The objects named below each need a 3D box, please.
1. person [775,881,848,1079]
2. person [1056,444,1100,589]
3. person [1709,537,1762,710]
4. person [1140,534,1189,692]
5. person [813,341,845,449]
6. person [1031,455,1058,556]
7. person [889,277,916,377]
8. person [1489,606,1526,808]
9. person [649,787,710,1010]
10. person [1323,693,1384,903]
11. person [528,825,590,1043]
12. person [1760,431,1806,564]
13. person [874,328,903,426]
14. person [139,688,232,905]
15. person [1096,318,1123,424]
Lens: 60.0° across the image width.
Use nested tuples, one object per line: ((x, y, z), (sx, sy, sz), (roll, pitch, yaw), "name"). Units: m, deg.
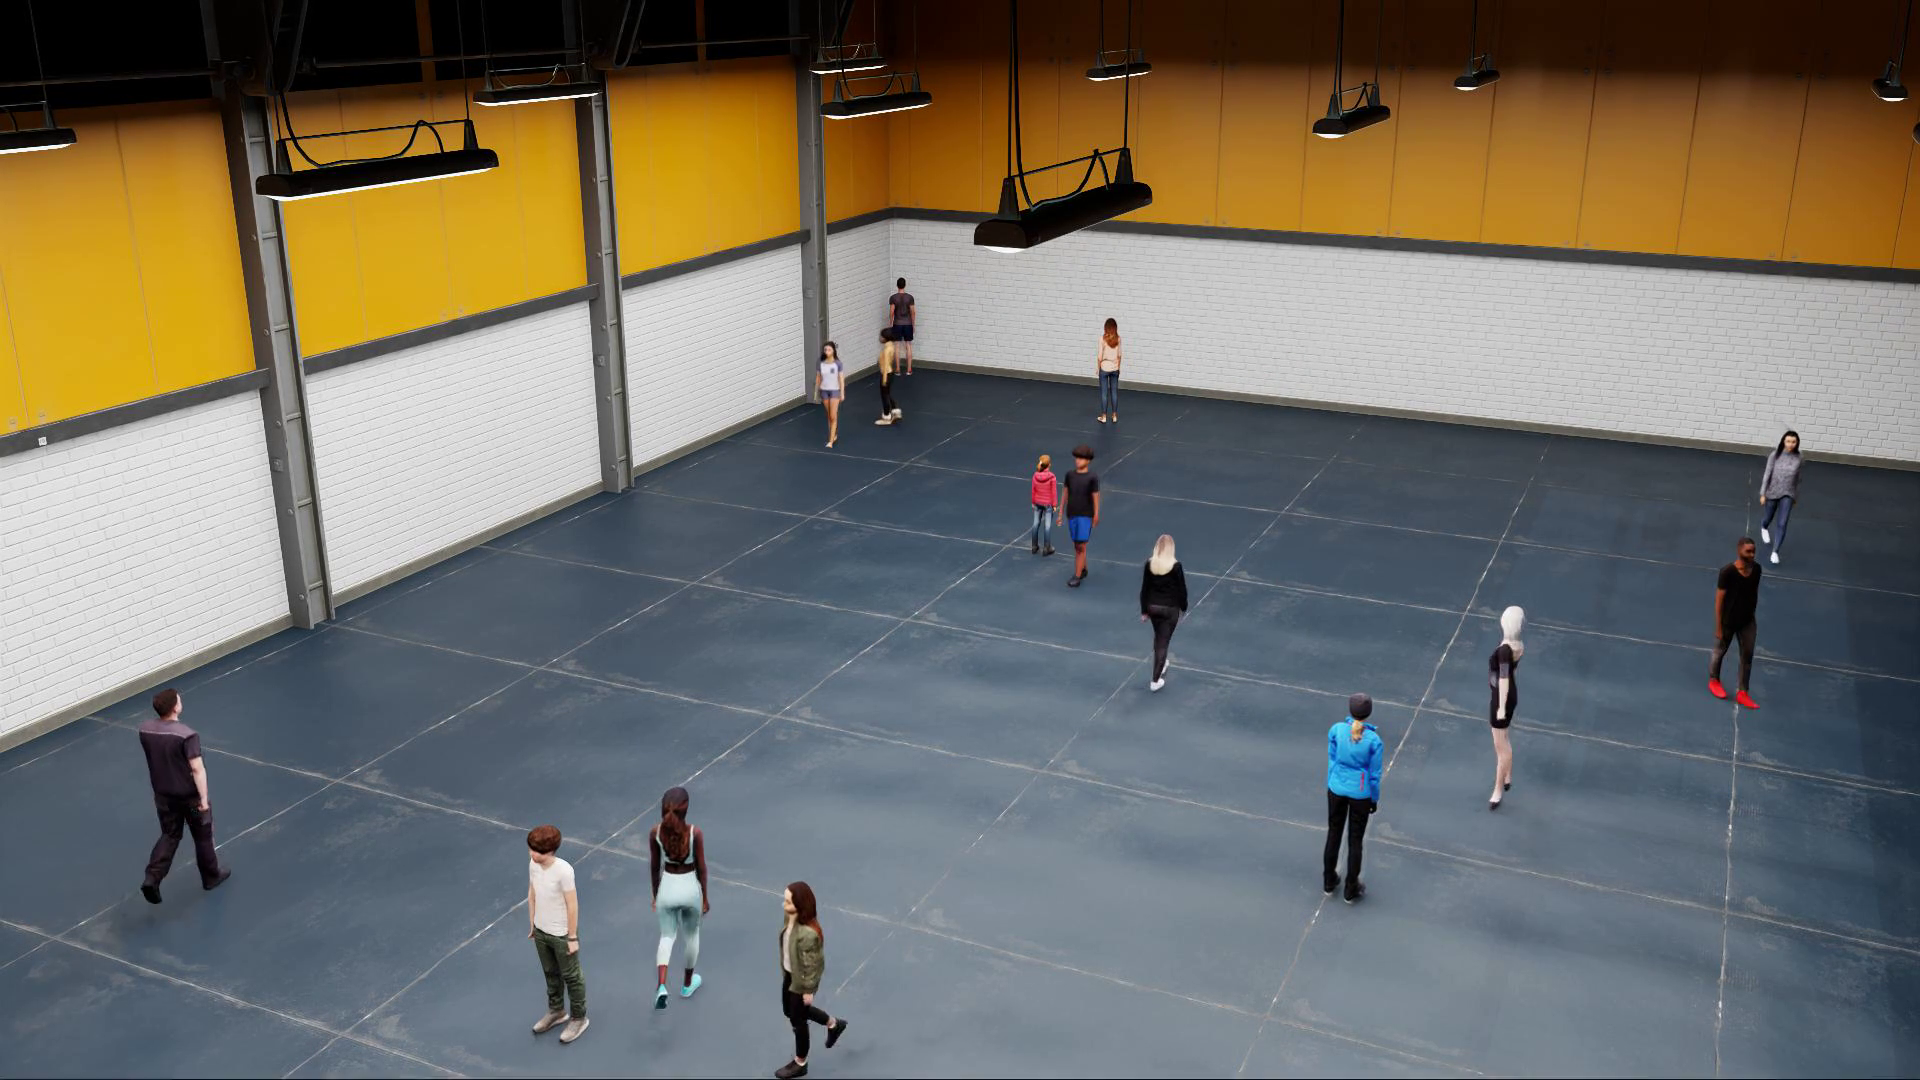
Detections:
((-1.022, 2.972, 11.329), (0.915, 1.467, 0.835), (-9, 21, -25), "person")
((1.527, -0.335, 20.672), (0.676, 1.773, 0.952), (12, 22, 32), "person")
((8.001, 0.798, 17.293), (0.970, 1.782, 1.075), (-2, 19, -7), "person")
((2.102, 0.795, 17.495), (0.644, 1.659, 0.915), (10, 21, 28), "person")
((-2.060, -2.367, 26.820), (0.715, 1.700, 1.029), (5, 19, 15), "person")
((1.092, -0.467, 21.788), (0.530, 1.311, 0.509), (10, 21, 28), "person")
((-1.096, -4.064, 31.619), (0.726, 1.853, 0.735), (-2, 19, -7), "person")
((4.962, 1.522, 15.103), (0.827, 1.807, 0.502), (7, 20, 19), "person")
((-2.045, 2.620, 12.000), (0.752, 1.707, 0.976), (2, 19, 5), "person")
((3.160, 2.071, 13.488), (0.635, 1.798, 0.572), (12, 22, 31), "person")
((-2.842, 2.743, 11.718), (0.595, 1.653, 0.551), (11, 21, 28), "person")
((10.635, -0.597, 21.558), (0.672, 1.702, 1.095), (7, 20, 19), "person")
((-1.210, -2.747, 28.020), (0.765, 1.654, 0.727), (3, 19, 10), "person")
((-6.347, 2.081, 13.407), (0.856, 1.831, 1.099), (5, 19, 13), "person")
((2.536, -2.889, 28.222), (0.670, 1.795, 0.708), (-4, 19, -13), "person")
